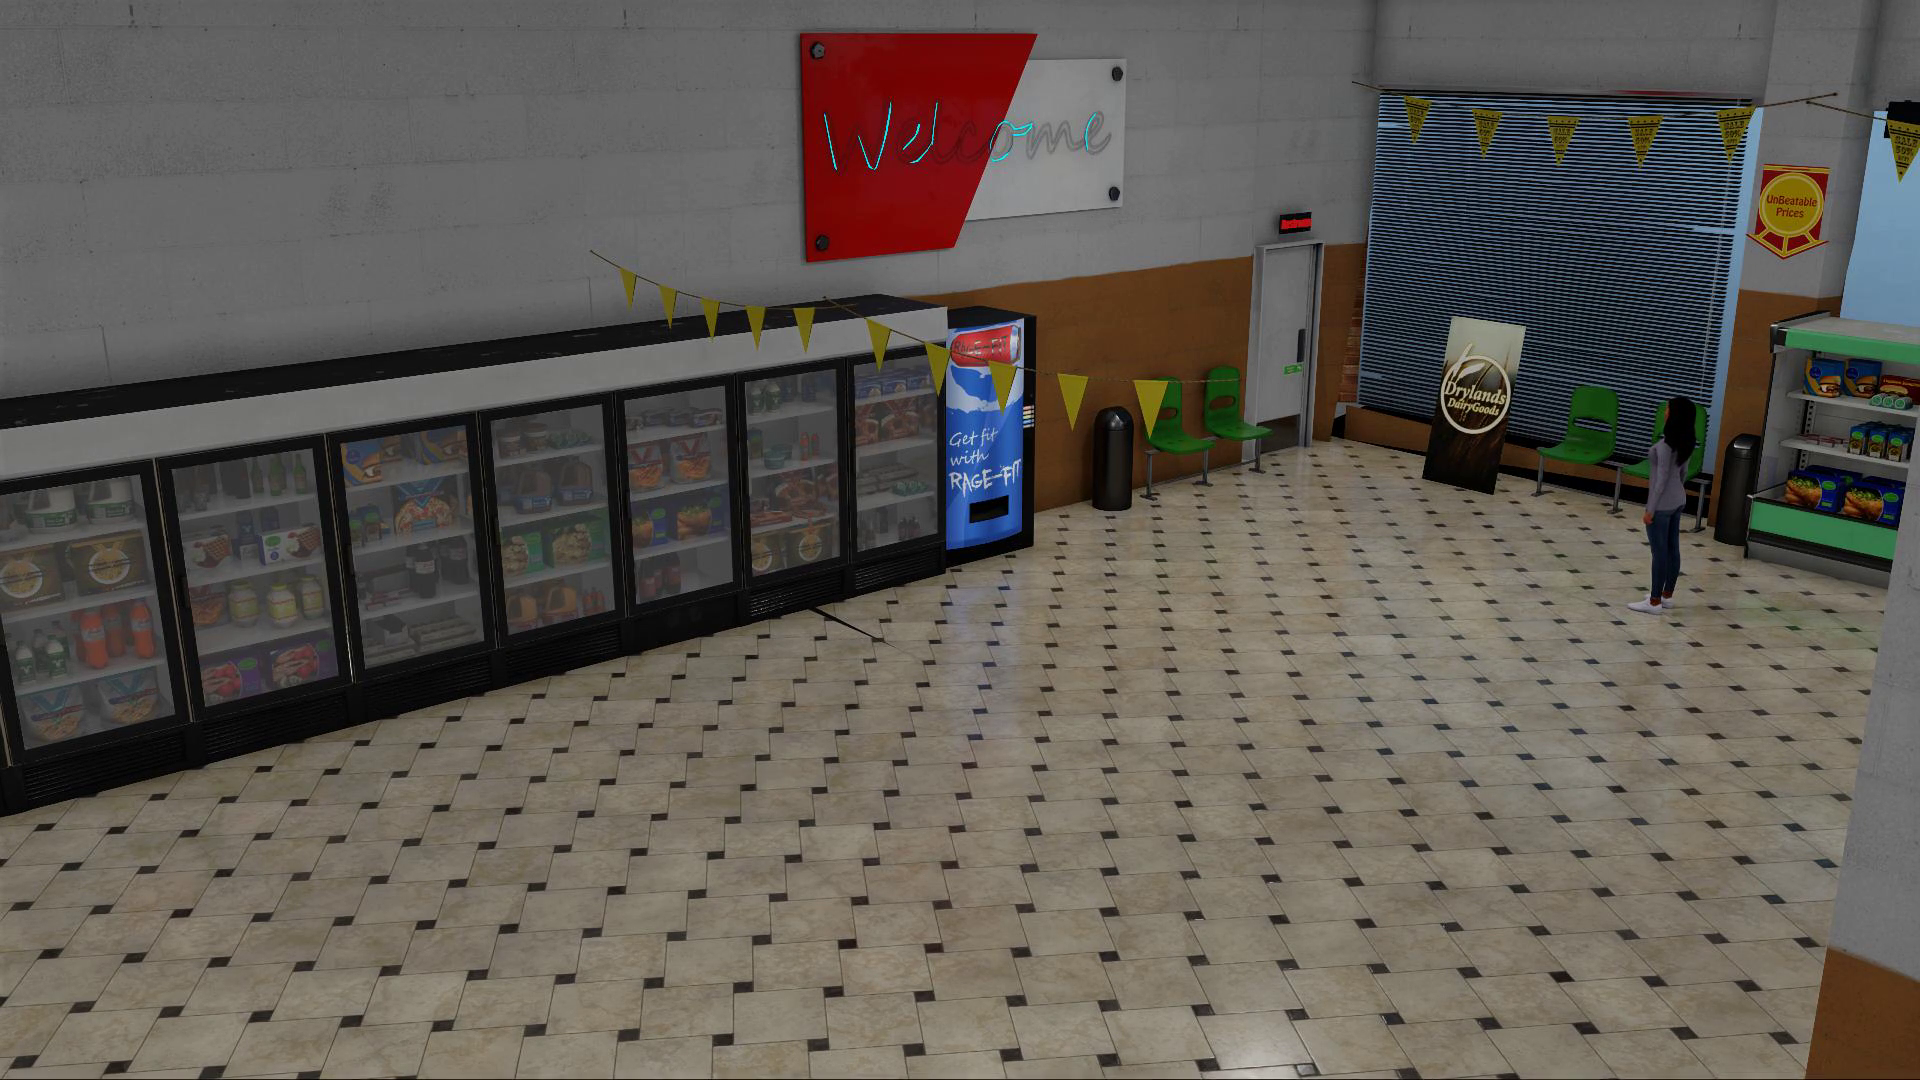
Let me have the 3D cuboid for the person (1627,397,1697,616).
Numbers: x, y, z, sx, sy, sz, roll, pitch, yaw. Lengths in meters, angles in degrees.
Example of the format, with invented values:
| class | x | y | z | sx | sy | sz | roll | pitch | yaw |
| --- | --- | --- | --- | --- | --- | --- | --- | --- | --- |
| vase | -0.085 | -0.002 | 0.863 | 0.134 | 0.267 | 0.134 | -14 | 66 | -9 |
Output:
| class | x | y | z | sx | sy | sz | roll | pitch | yaw |
| --- | --- | --- | --- | --- | --- | --- | --- | --- | --- |
| person | 5.592 | -0.275 | 13.131 | 0.596 | 1.736 | 0.512 | -14 | 22 | -38 |
